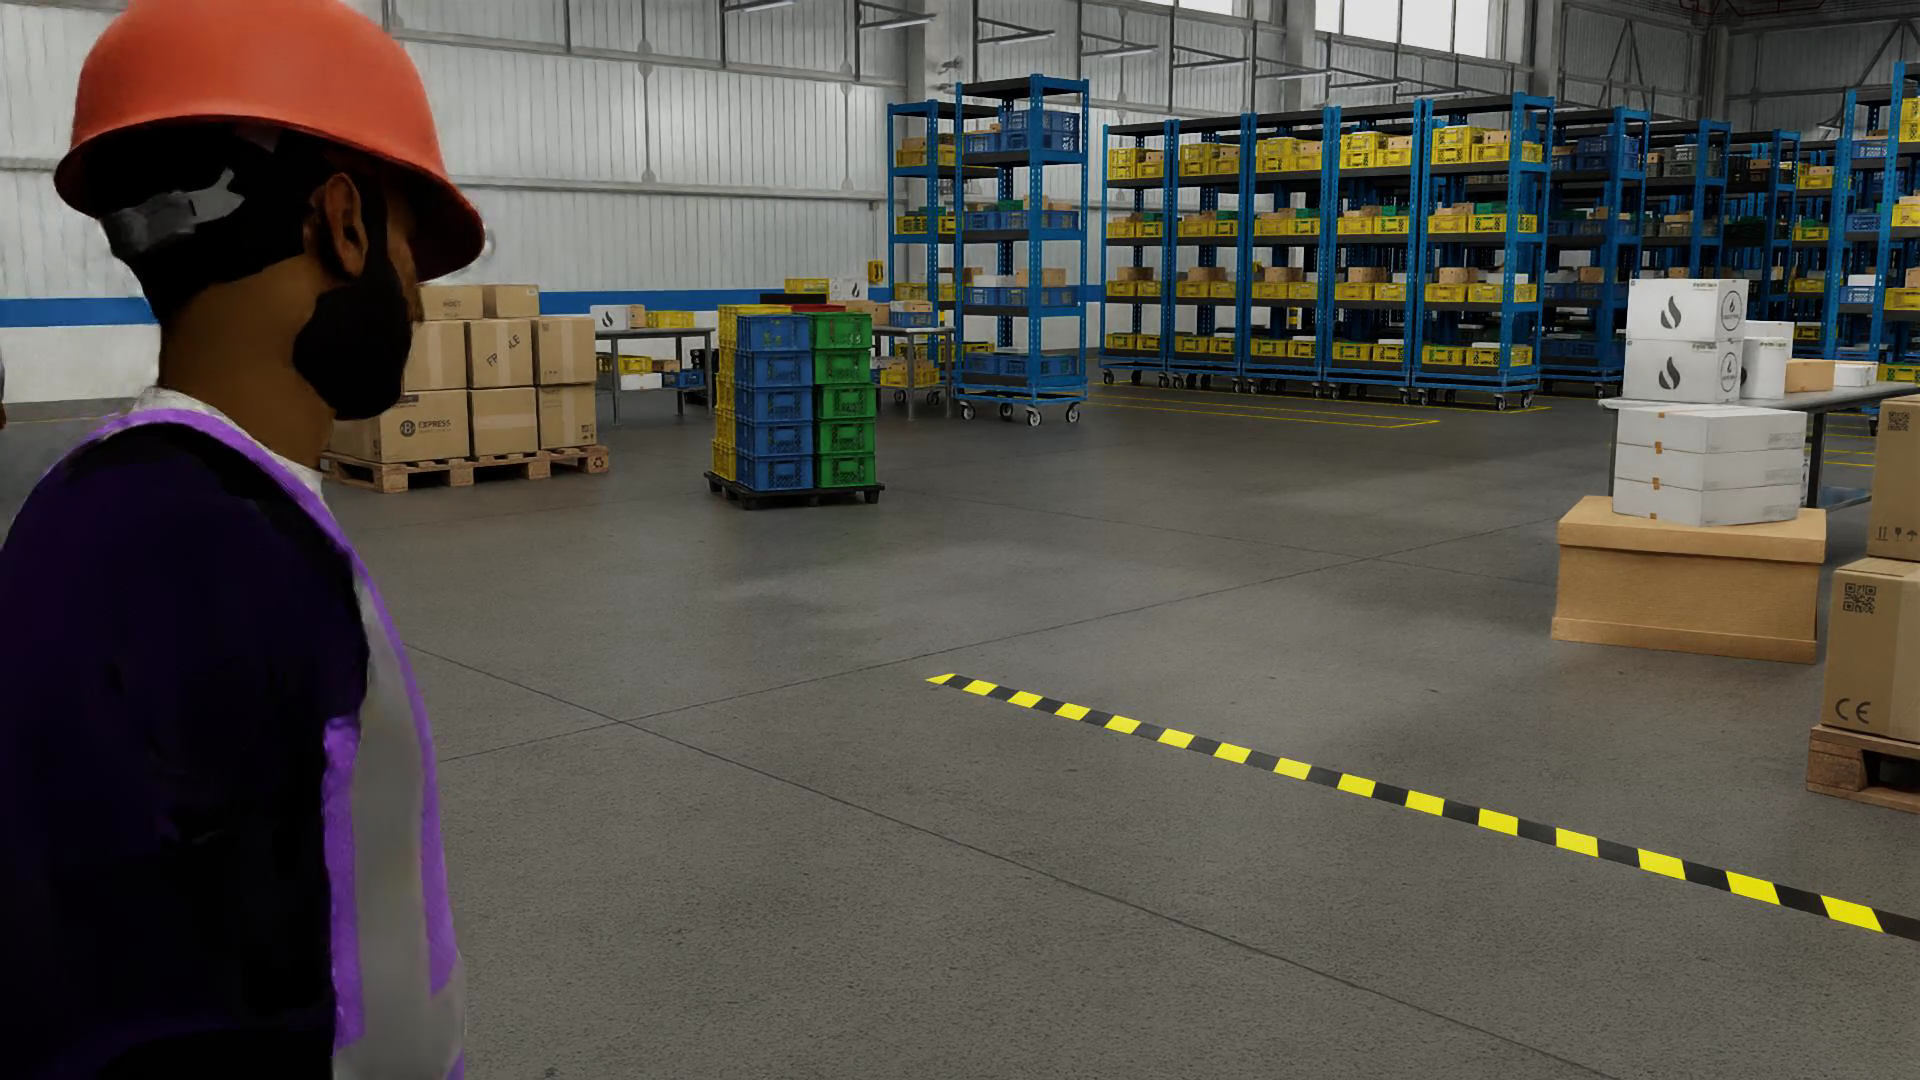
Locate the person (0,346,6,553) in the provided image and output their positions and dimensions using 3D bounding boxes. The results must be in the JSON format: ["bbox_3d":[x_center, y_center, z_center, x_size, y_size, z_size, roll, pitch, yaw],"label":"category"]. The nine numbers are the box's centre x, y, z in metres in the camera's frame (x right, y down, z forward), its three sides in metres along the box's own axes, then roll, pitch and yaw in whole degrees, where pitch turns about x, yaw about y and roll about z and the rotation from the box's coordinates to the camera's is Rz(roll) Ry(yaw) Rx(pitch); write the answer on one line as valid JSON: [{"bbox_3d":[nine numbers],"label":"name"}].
[{"bbox_3d":[-5.552,-0.778,9.091,0.617,1.944,0.397,-3,10,-16],"label":"person"}]

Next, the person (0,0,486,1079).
[{"bbox_3d":[-0.472,0.562,1.200,0.399,1.912,0.599,-5,11,-26],"label":"person"}]
